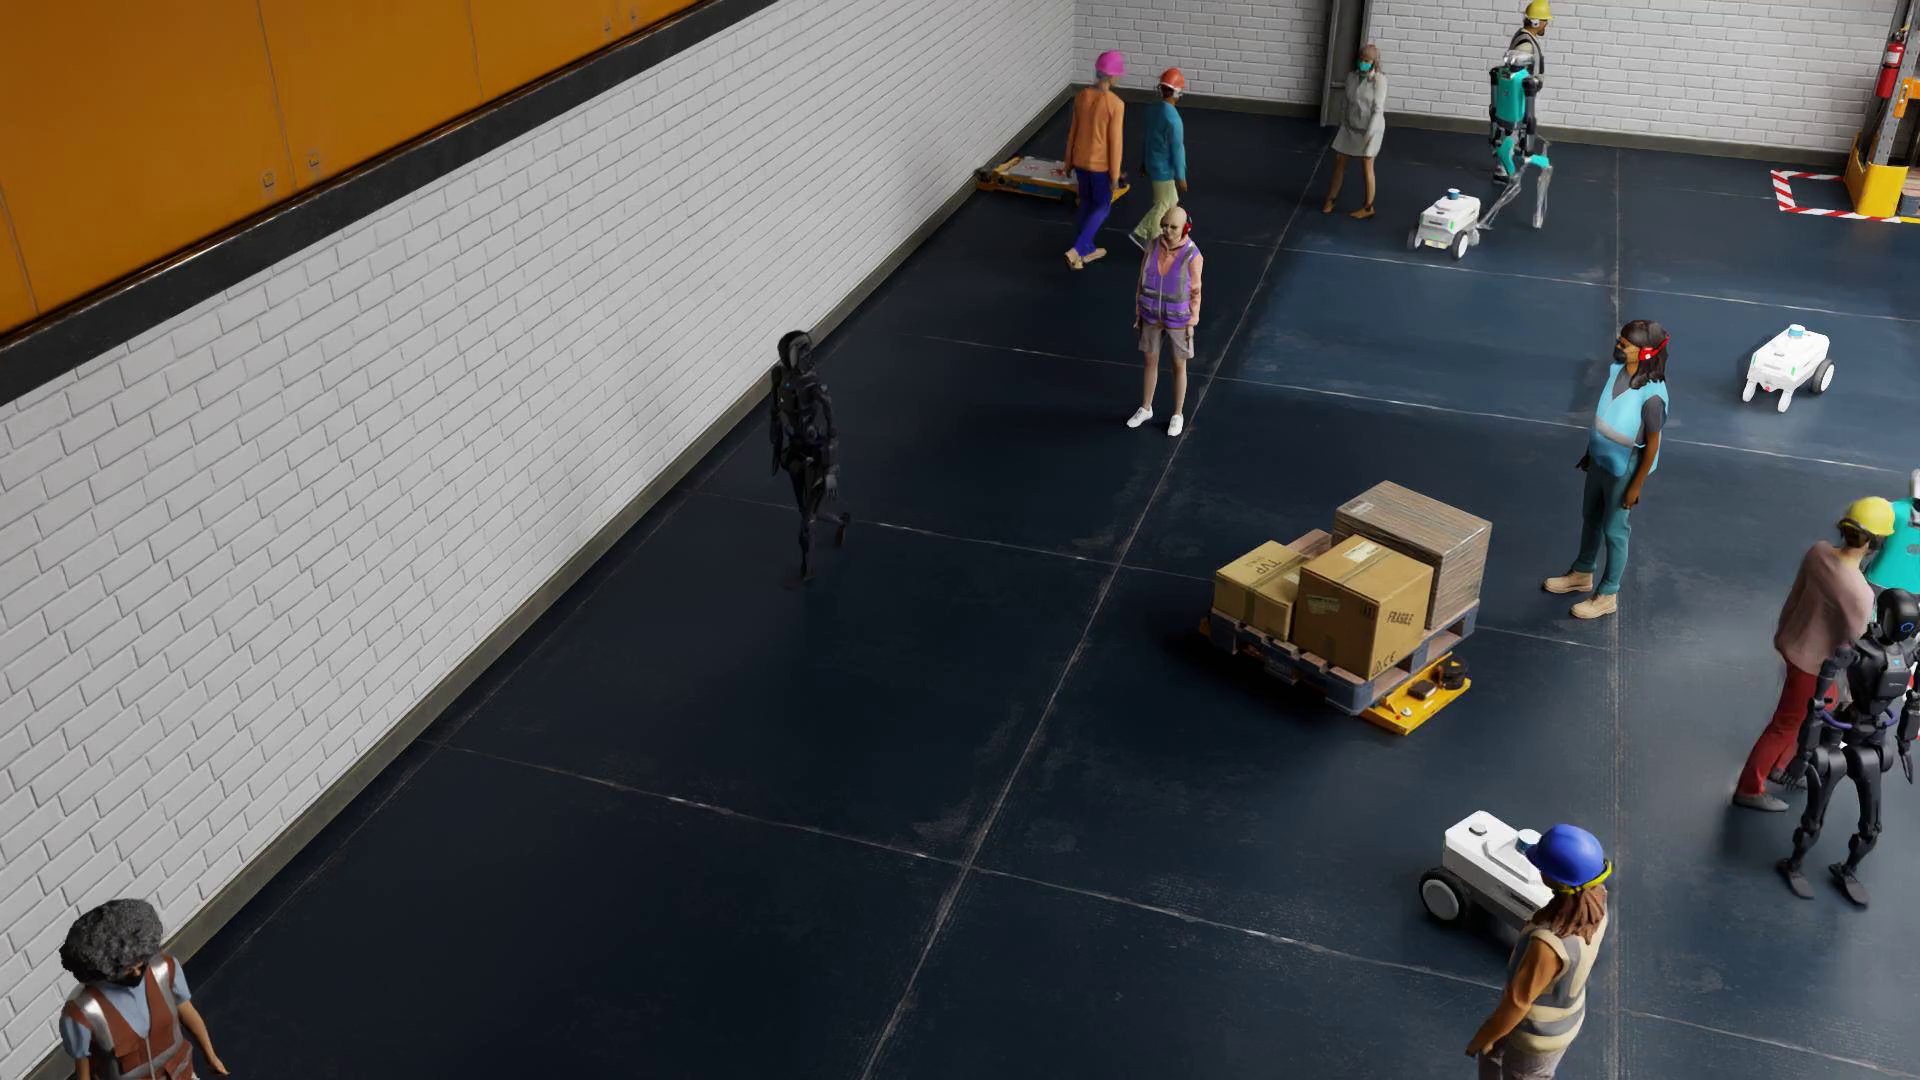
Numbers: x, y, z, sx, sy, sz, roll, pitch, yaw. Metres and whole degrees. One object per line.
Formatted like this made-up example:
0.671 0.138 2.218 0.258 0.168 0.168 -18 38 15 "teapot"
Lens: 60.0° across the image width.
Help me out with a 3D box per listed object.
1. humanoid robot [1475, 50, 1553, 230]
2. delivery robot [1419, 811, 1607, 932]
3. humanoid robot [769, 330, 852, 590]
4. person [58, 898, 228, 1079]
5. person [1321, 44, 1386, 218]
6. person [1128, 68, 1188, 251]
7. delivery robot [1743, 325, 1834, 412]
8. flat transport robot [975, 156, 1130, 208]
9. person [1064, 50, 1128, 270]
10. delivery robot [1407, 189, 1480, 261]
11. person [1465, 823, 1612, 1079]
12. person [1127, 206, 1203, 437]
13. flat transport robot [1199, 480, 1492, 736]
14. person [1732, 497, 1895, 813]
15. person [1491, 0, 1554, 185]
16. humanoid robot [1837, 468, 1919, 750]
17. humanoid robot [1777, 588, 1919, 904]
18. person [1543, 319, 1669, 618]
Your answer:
5.321 -3.721 15.547 0.894 1.762 0.563 -16 34 -25 "humanoid robot"
2.562 1.584 7.642 0.499 0.589 0.792 -21 36 -32 "delivery robot"
-0.879 -0.541 10.184 0.592 1.633 0.696 24 38 35 "humanoid robot"
-2.884 1.946 5.916 0.427 1.673 0.517 21 36 31 "person"
3.813 -3.908 15.908 0.497 1.650 0.365 24 38 35 "person"
1.810 -3.313 14.820 0.394 1.728 0.572 -2 30 -3 "person"
6.295 -1.343 12.637 0.499 0.603 0.794 26 39 37 "delivery robot"
0.928 -3.617 16.778 1.431 0.231 0.659 15 33 23 "flat transport robot"
1.146 -3.288 14.571 0.588 1.952 0.663 24 38 34 "person"
4.494 -2.913 15.314 0.514 0.610 0.781 20 36 30 "delivery robot"
2.040 1.744 6.182 0.553 1.761 0.489 21 36 31 "person"
1.482 -1.571 11.888 0.480 1.690 0.351 16 34 25 "person"
2.141 0.623 9.566 0.659 0.231 1.431 -26 39 -37 "flat transport robot"
4.237 0.593 8.152 0.559 1.736 0.592 3 31 5 "person"
5.659 -4.513 16.778 0.403 1.826 0.596 10 32 16 "person"
4.753 0.337 8.606 0.549 1.778 0.764 12 33 20 "humanoid robot"
4.096 0.951 7.611 0.608 1.650 0.345 -4 31 -6 "humanoid robot"
3.848 -0.418 9.760 0.375 1.865 0.541 -7 31 -11 "person"
